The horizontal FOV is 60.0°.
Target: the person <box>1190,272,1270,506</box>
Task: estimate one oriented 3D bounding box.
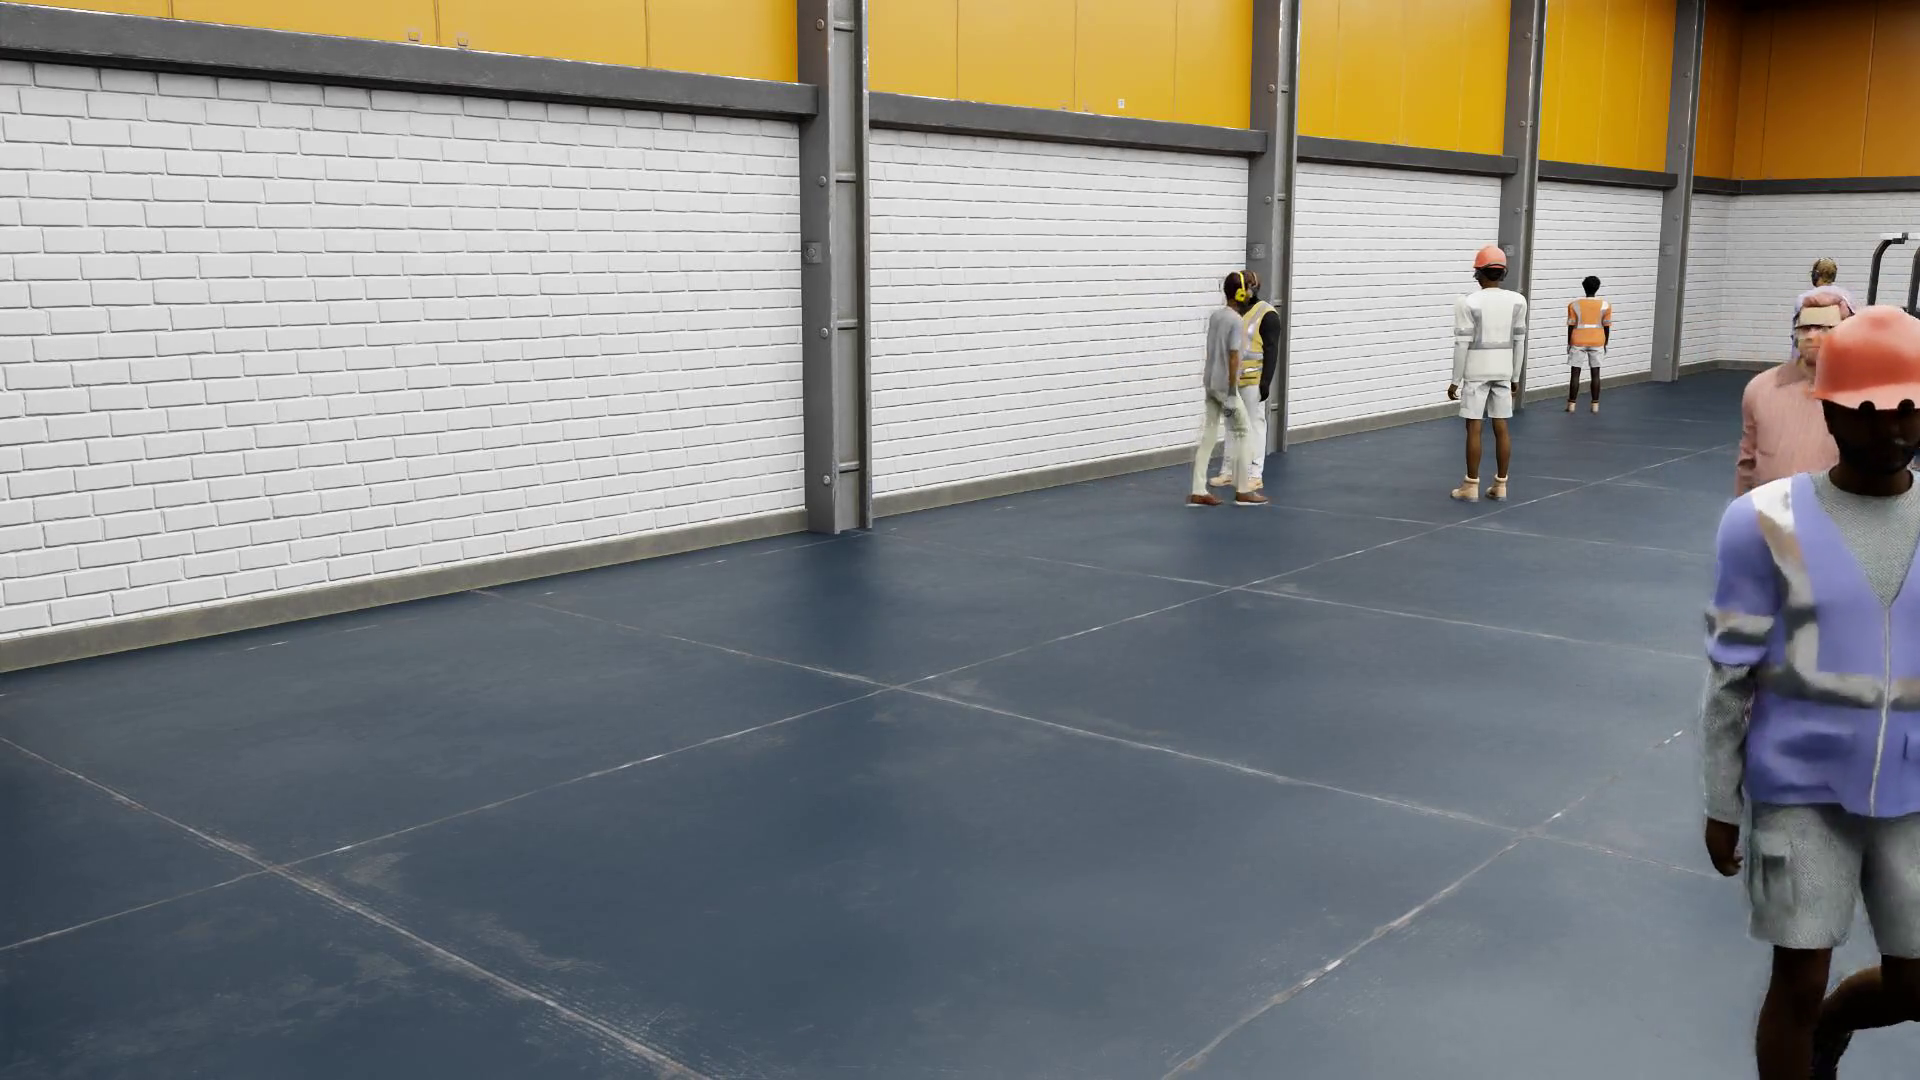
[{"bbox_3d":[2.147,-1.172,13.063,0.757,1.840,0.546,-4,11,-23],"label":"person"}]

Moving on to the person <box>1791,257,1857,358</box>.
[{"bbox_3d":[8.055,-1.672,15.615,0.627,1.941,0.371,-3,10,-14],"label":"person"}]

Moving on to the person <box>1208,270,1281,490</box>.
[{"bbox_3d":[2.383,-1.343,14.018,0.429,1.846,0.621,-7,12,-36],"label":"person"}]

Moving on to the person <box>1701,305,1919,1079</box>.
[{"bbox_3d":[1.799,0.485,3.388,0.570,1.920,0.577,2,10,9],"label":"person"}]

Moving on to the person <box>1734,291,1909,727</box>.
[{"bbox_3d":[3.374,-0.044,6.549,0.651,1.870,0.936,9,14,43],"label":"person"}]

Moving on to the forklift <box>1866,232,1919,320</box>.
[{"bbox_3d":[9.955,-1.972,16.595,2.313,2.155,1.214,1,10,8],"label":"forklift"}]

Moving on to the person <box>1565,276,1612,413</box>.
[{"bbox_3d":[7.756,-2.411,20.534,0.525,1.689,0.320,2,10,12],"label":"person"}]

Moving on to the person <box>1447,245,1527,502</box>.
[{"bbox_3d":[4.201,-1.321,13.316,0.605,2.045,0.378,-2,10,-10],"label":"person"}]
